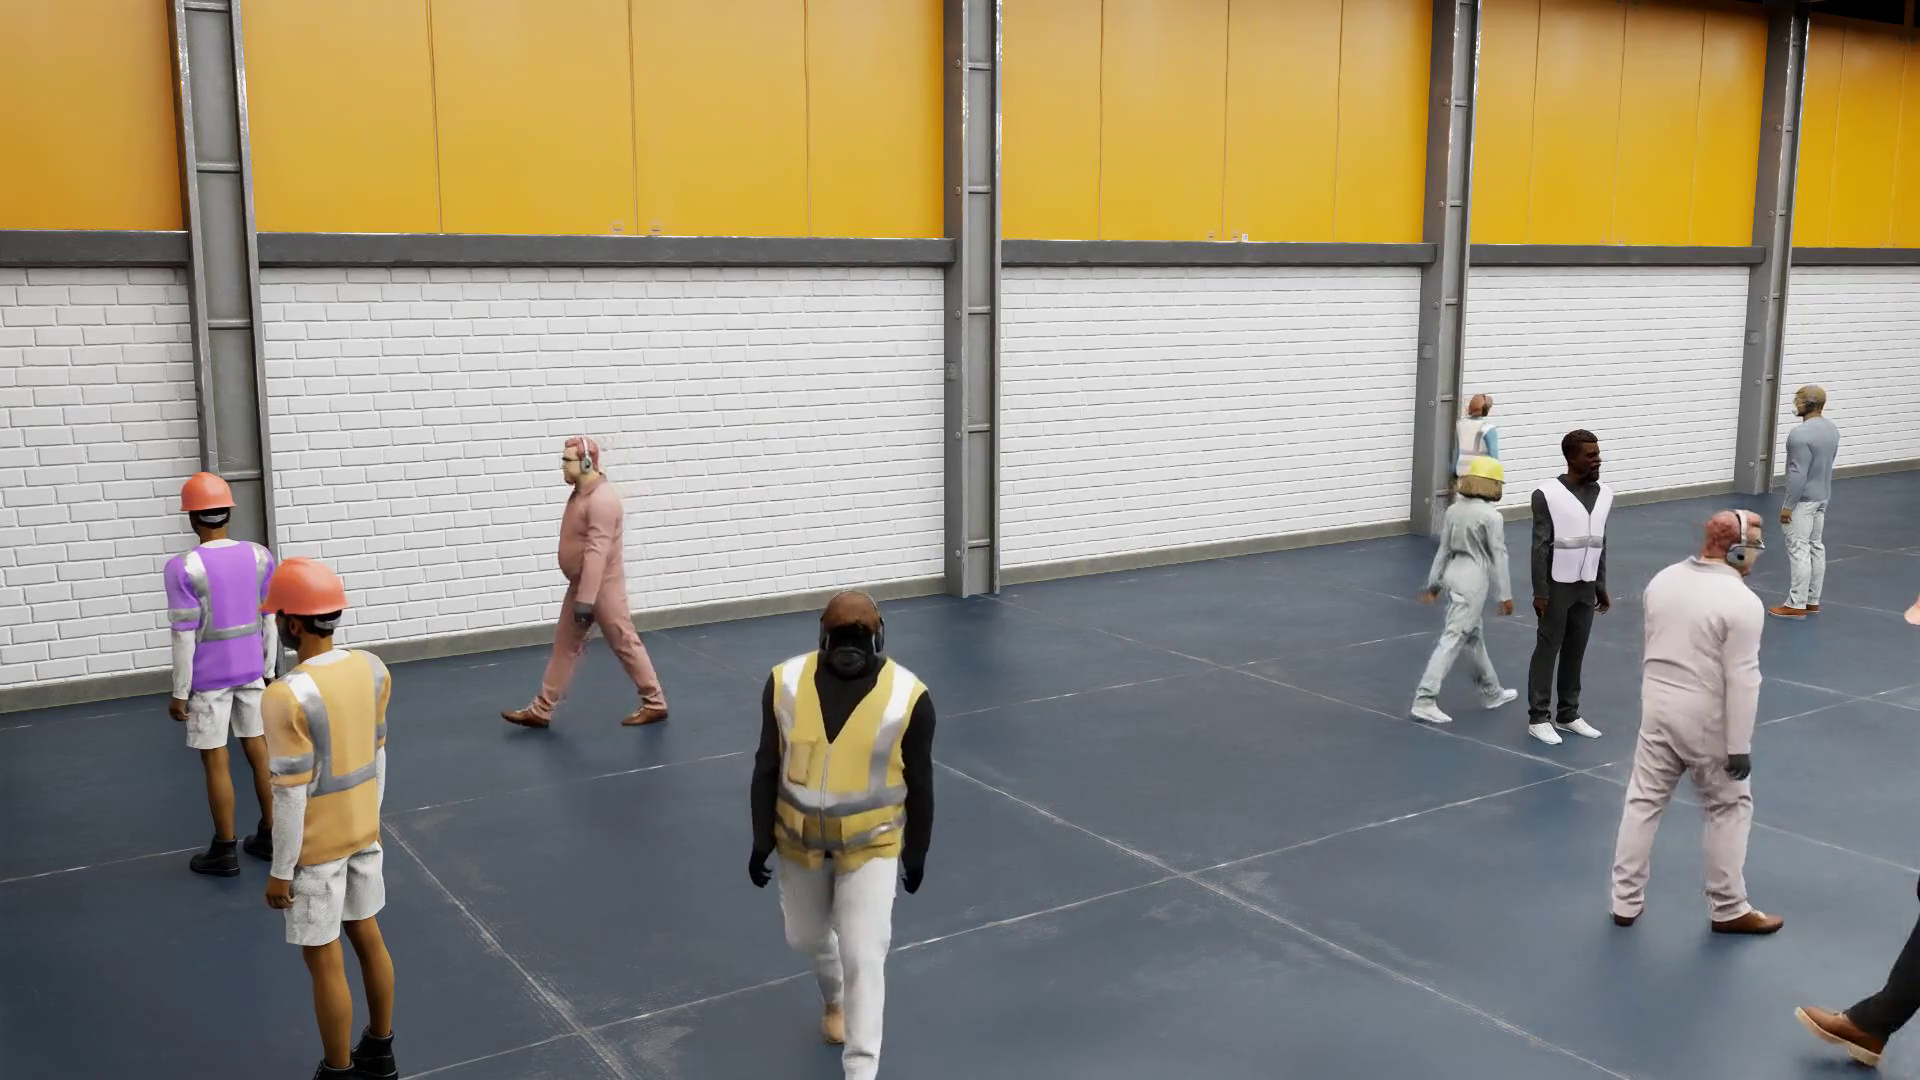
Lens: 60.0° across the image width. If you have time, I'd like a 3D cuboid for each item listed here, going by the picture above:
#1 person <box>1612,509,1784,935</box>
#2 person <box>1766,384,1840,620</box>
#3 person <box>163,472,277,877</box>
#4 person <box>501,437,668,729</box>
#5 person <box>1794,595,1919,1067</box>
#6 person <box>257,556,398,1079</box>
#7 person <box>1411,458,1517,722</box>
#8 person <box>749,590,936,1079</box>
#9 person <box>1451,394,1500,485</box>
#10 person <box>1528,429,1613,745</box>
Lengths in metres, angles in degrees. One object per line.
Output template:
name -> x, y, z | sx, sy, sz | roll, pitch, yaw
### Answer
person -> 3.221, 0.795, 7.248 | 0.658, 1.871, 0.651 | -4, 10, -21
person -> 6.957, -0.313, 13.700 | 0.636, 1.938, 0.358 | -7, 12, -38
person -> -3.542, 0.639, 7.973 | 0.363, 1.934, 0.553 | 6, 11, 32
person -> -2.329, 0.281, 10.392 | 1.035, 1.848, 0.666 | -5, 11, -26
person -> 3.517, 1.022, 5.724 | 1.008, 1.913, 0.672 | 9, 13, 43
person -> -2.182, 1.012, 5.709 | 0.352, 1.941, 0.543 | 3, 10, 17
person -> 3.283, 0.313, 10.706 | 0.937, 1.677, 0.542 | -4, 10, -20
person -> -0.405, 1.052, 5.853 | 0.632, 1.816, 0.845 | 2, 10, 13
person -> 5.199, -0.654, 16.700 | 0.514, 1.619, 0.541 | -5, 10, -26
person -> 3.736, 0.276, 10.207 | 0.592, 1.922, 0.392 | -5, 10, -26
